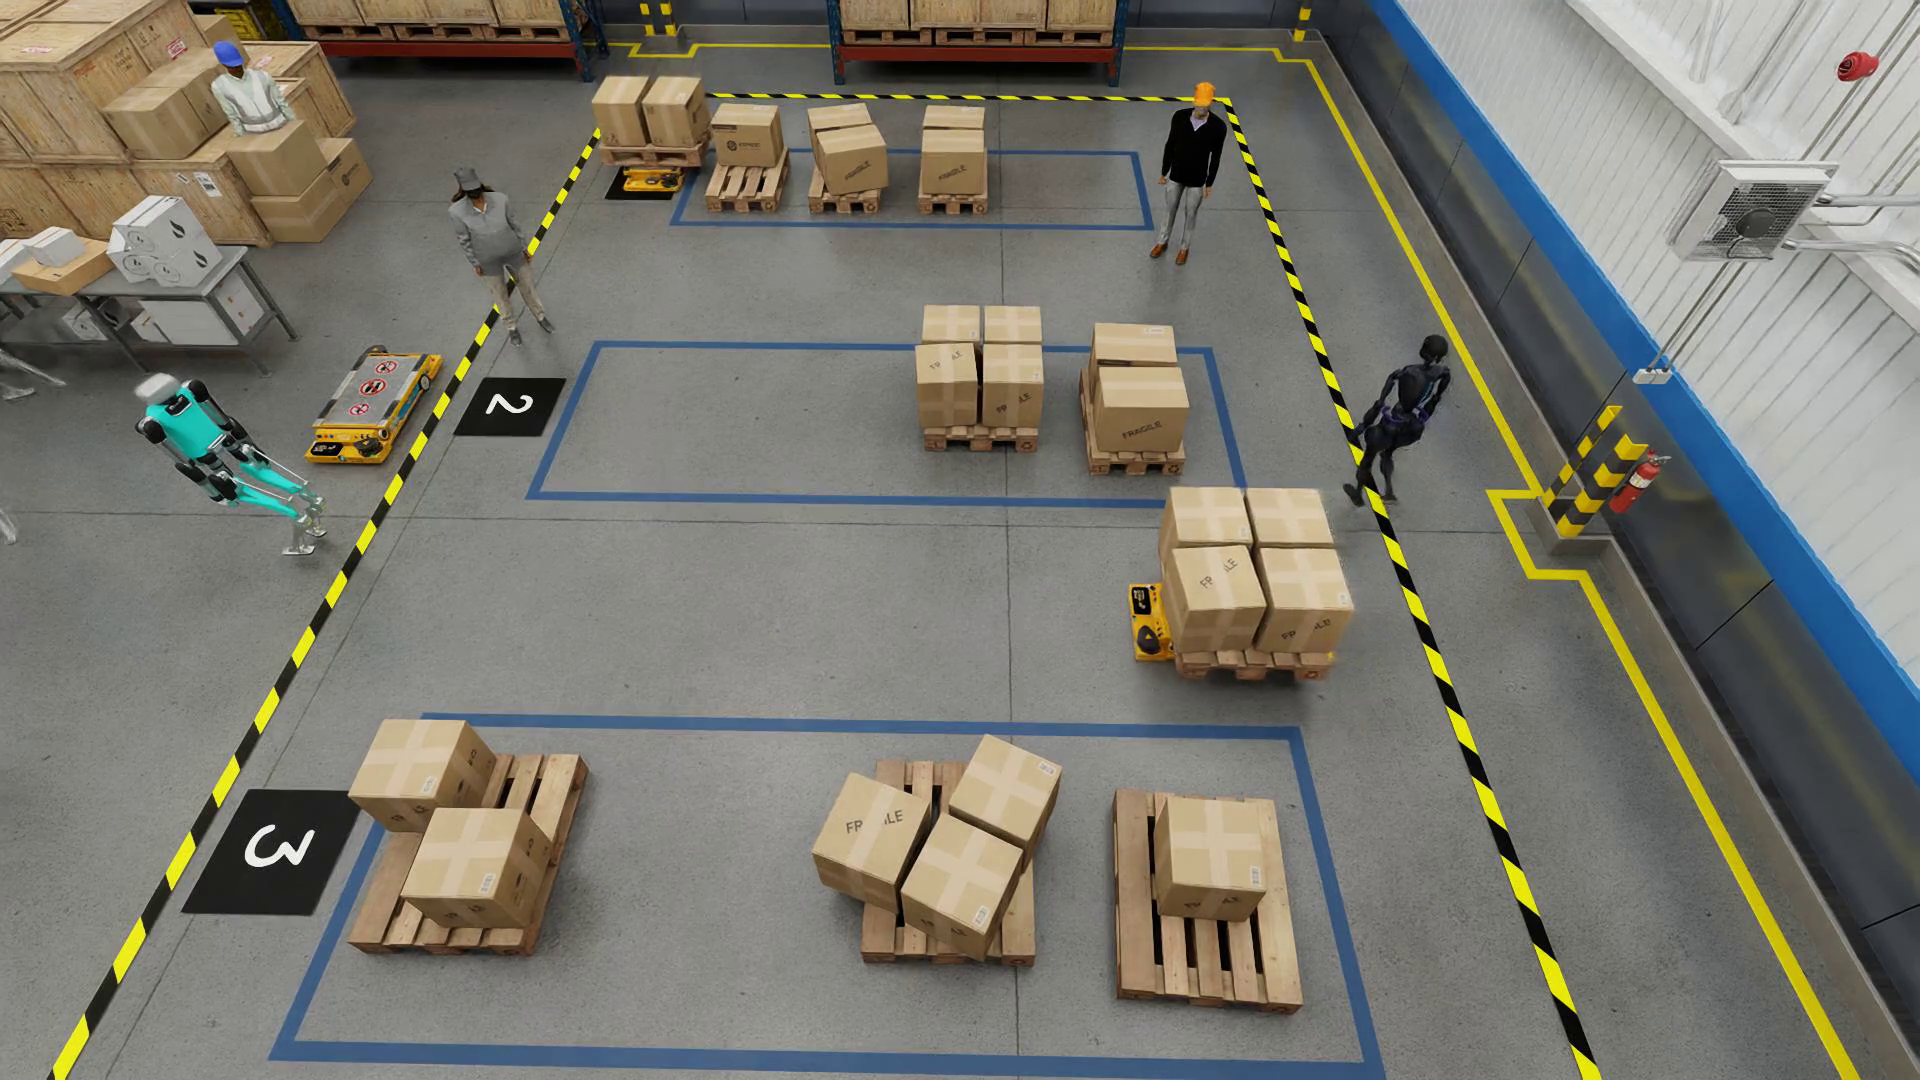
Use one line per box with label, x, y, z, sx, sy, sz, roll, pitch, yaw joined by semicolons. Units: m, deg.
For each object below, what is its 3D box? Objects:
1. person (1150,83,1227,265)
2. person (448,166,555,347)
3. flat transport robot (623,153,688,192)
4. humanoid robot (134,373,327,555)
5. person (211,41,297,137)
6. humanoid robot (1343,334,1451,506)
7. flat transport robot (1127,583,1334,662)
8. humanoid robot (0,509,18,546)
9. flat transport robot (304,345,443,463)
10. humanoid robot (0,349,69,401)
person;2.355;-3.771;9.500;0.590;1.883;0.365;23;54;19
person;-4.350;-2.687;8.657;0.563;1.769;0.396;-30;56;-23
flat transport robot;-3.699;-4.775;11.389;0.652;0.197;1.431;1;50;1
humanoid robot;-5.190;-0.495;6.739;0.735;1.672;0.533;8;50;7
person;-7.529;-4.438;10.031;0.602;1.939;0.411;-34;58;-26
humanoid robot;3.420;-0.862;7.177;0.608;1.646;0.417;-8;50;-7
flat transport robot;2.011;0.584;6.854;1.431;0.197;0.652;1;50;1
humanoid robot;-8.046;-0.727;7.023;0.548;1.763;0.896;-27;55;-21
flat transport robot;-5.383;-1.269;8.441;0.659;0.231;1.431;1;50;1
humanoid robot;-8.877;-1.935;8.052;0.751;1.797;0.536;-12;51;-10
